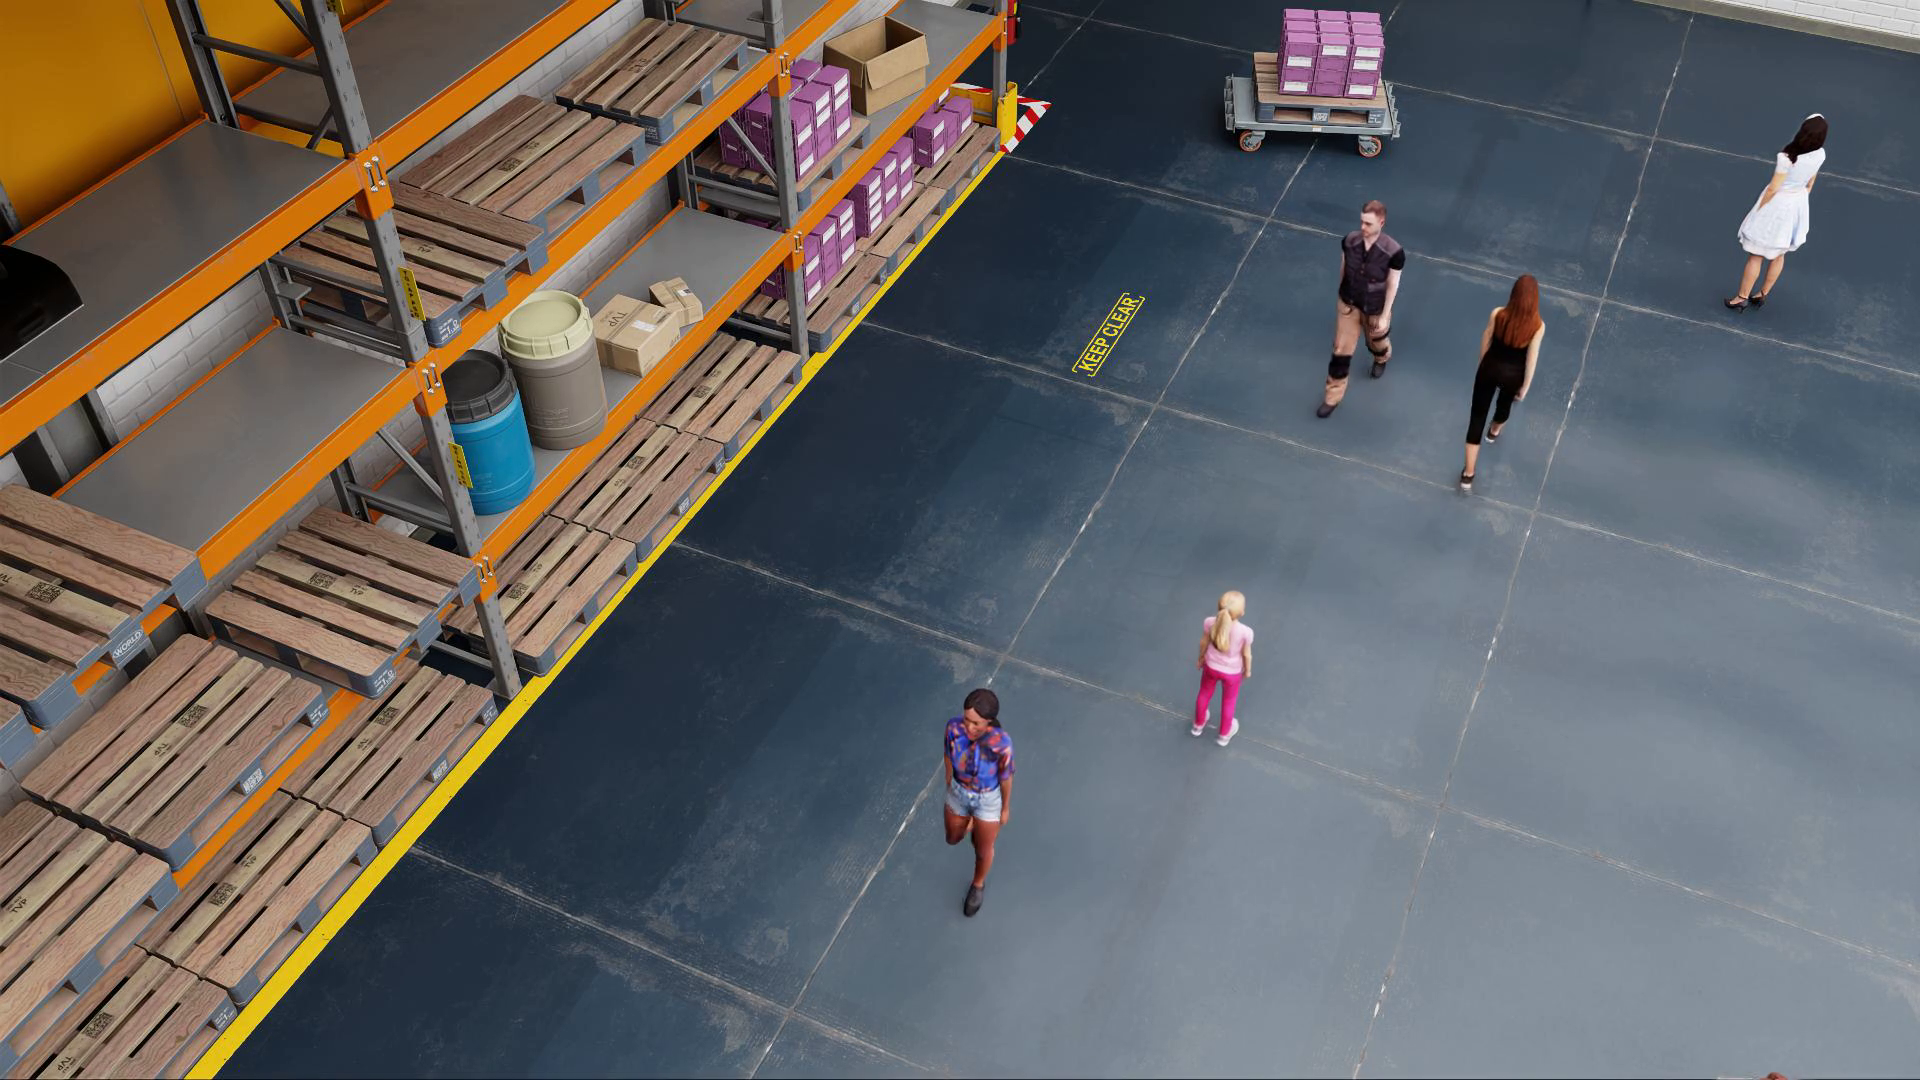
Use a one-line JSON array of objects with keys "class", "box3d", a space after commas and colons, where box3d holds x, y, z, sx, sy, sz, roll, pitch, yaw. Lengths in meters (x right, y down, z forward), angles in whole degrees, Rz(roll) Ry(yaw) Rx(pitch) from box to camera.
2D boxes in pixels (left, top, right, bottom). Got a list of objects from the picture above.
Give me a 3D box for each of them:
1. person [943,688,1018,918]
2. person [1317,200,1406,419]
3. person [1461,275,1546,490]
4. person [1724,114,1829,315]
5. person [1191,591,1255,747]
[{"class": "person", "box3d": [0.134, 1.411, 9.469, 0.600, 1.732, 0.830, 16, 46, 16]}, {"class": "person", "box3d": [3.177, -1.851, 12.846, 0.769, 1.797, 1.215, 23, 48, 22]}, {"class": "person", "box3d": [3.922, -1.133, 12.178, 0.583, 1.680, 1.138, 17, 46, 17]}, {"class": "person", "box3d": [6.748, -2.668, 13.688, 0.854, 1.818, 0.905, -8, 44, -8]}, {"class": "person", "box3d": [1.649, 0.794, 10.451, 0.495, 1.272, 0.505, 20, 47, 20]}]
